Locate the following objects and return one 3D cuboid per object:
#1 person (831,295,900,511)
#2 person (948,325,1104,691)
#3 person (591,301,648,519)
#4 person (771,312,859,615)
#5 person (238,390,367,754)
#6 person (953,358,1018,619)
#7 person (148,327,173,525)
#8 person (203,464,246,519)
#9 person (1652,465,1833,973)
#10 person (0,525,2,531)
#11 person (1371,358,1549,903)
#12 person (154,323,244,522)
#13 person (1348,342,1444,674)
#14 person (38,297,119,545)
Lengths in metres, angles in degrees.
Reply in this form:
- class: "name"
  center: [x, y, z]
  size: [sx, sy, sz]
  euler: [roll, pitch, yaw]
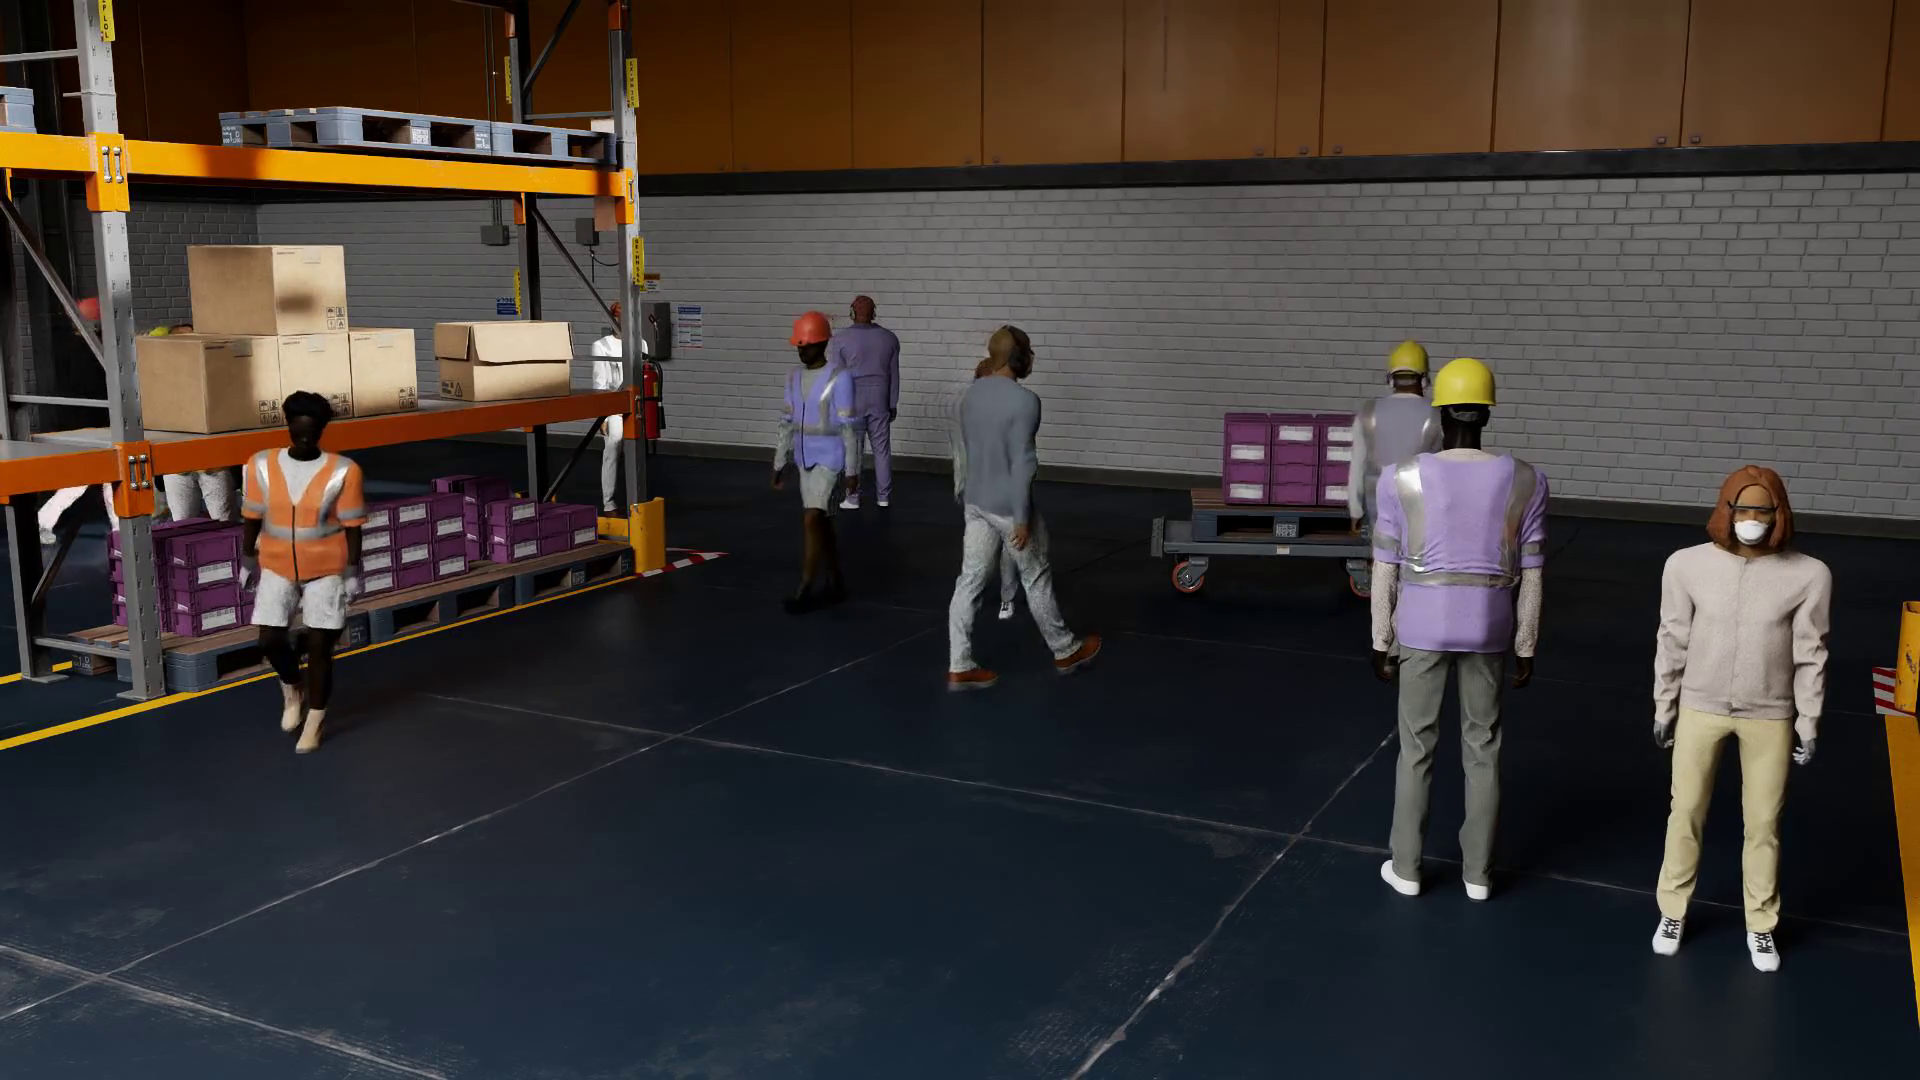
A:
- class: "person"
  center: [-0.853, -1.213, 14.789]
  size: [0.643, 1.908, 0.410]
  euler: [-4, 11, -22]
- class: "person"
  center: [0.315, -0.175, 8.787]
  size: [0.992, 1.894, 0.658]
  euler: [-7, 12, -36]
- class: "person"
  center: [-2.855, -1.080, 14.102]
  size: [0.351, 1.880, 0.577]
  euler: [8, 13, 39]
- class: "person"
  center: [-0.987, -0.478, 10.510]
  size: [0.570, 1.904, 0.825]
  euler: [9, 13, 41]
- class: "person"
  center: [-2.992, 0.145, 7.581]
  size: [0.594, 1.668, 0.419]
  euler: [-1, 10, -6]
- class: "person"
  center: [0.190, -0.322, 10.414]
  size: [0.498, 1.633, 0.285]
  euler: [4, 11, 22]
- class: "person"
  center: [-5.410, -0.571, 11.447]
  size: [0.600, 1.772, 0.932]
  euler: [6, 11, 31]
- class: "person"
  center: [-6.299, -1.124, 14.177]
  size: [0.356, 1.938, 0.633]
  euler: [9, 13, 43]
- class: "person"
  center: [2.476, 0.566, 5.312]
  size: [0.497, 1.625, 0.287]
  euler: [5, 11, 26]
- class: "person"
  center: [-8.125, -1.000, 13.462]
  size: [0.551, 1.934, 0.373]
  euler: [1, 10, 5]
- class: "person"
  center: [1.744, 0.321, 5.885]
  size: [0.588, 1.919, 0.401]
  euler: [1, 10, 8]
- class: "person"
  center: [-4.918, -0.474, 10.724]
  size: [0.621, 1.837, 0.429]
  euler: [-1, 10, -4]
- class: "person"
  center: [2.483, -0.195, 9.226]
  size: [0.590, 1.785, 0.933]
  euler: [6, 12, 33]
- class: "person"
  center: [-6.826, -0.902, 12.891]
  size: [0.921, 1.954, 0.636]
  euler: [-9, 14, -44]
